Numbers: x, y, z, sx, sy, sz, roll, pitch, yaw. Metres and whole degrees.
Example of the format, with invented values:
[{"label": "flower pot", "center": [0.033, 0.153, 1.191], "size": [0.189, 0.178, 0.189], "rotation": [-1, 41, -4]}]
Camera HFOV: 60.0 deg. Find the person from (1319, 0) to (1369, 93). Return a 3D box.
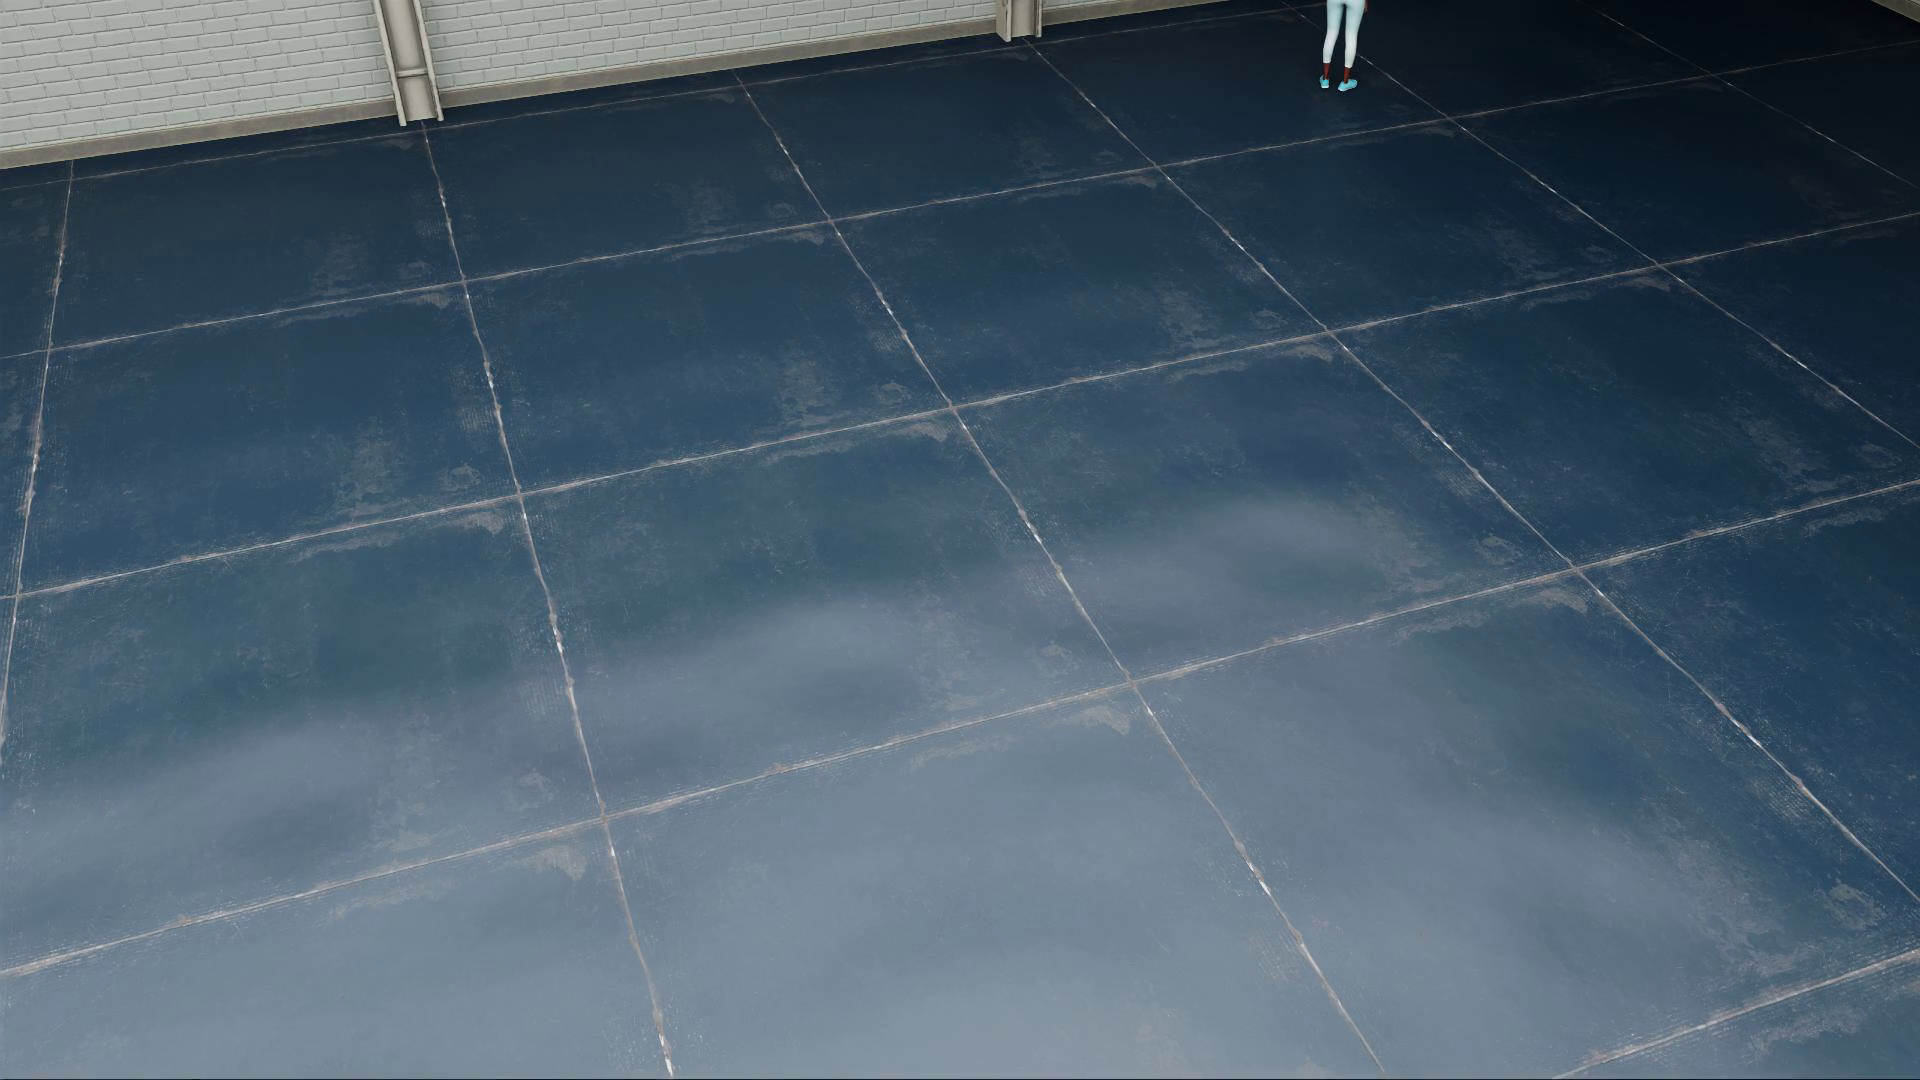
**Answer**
[{"label": "person", "center": [3.618, -5.074, 15.547], "size": [0.650, 1.724, 0.714], "rotation": [15, 40, 18]}]
